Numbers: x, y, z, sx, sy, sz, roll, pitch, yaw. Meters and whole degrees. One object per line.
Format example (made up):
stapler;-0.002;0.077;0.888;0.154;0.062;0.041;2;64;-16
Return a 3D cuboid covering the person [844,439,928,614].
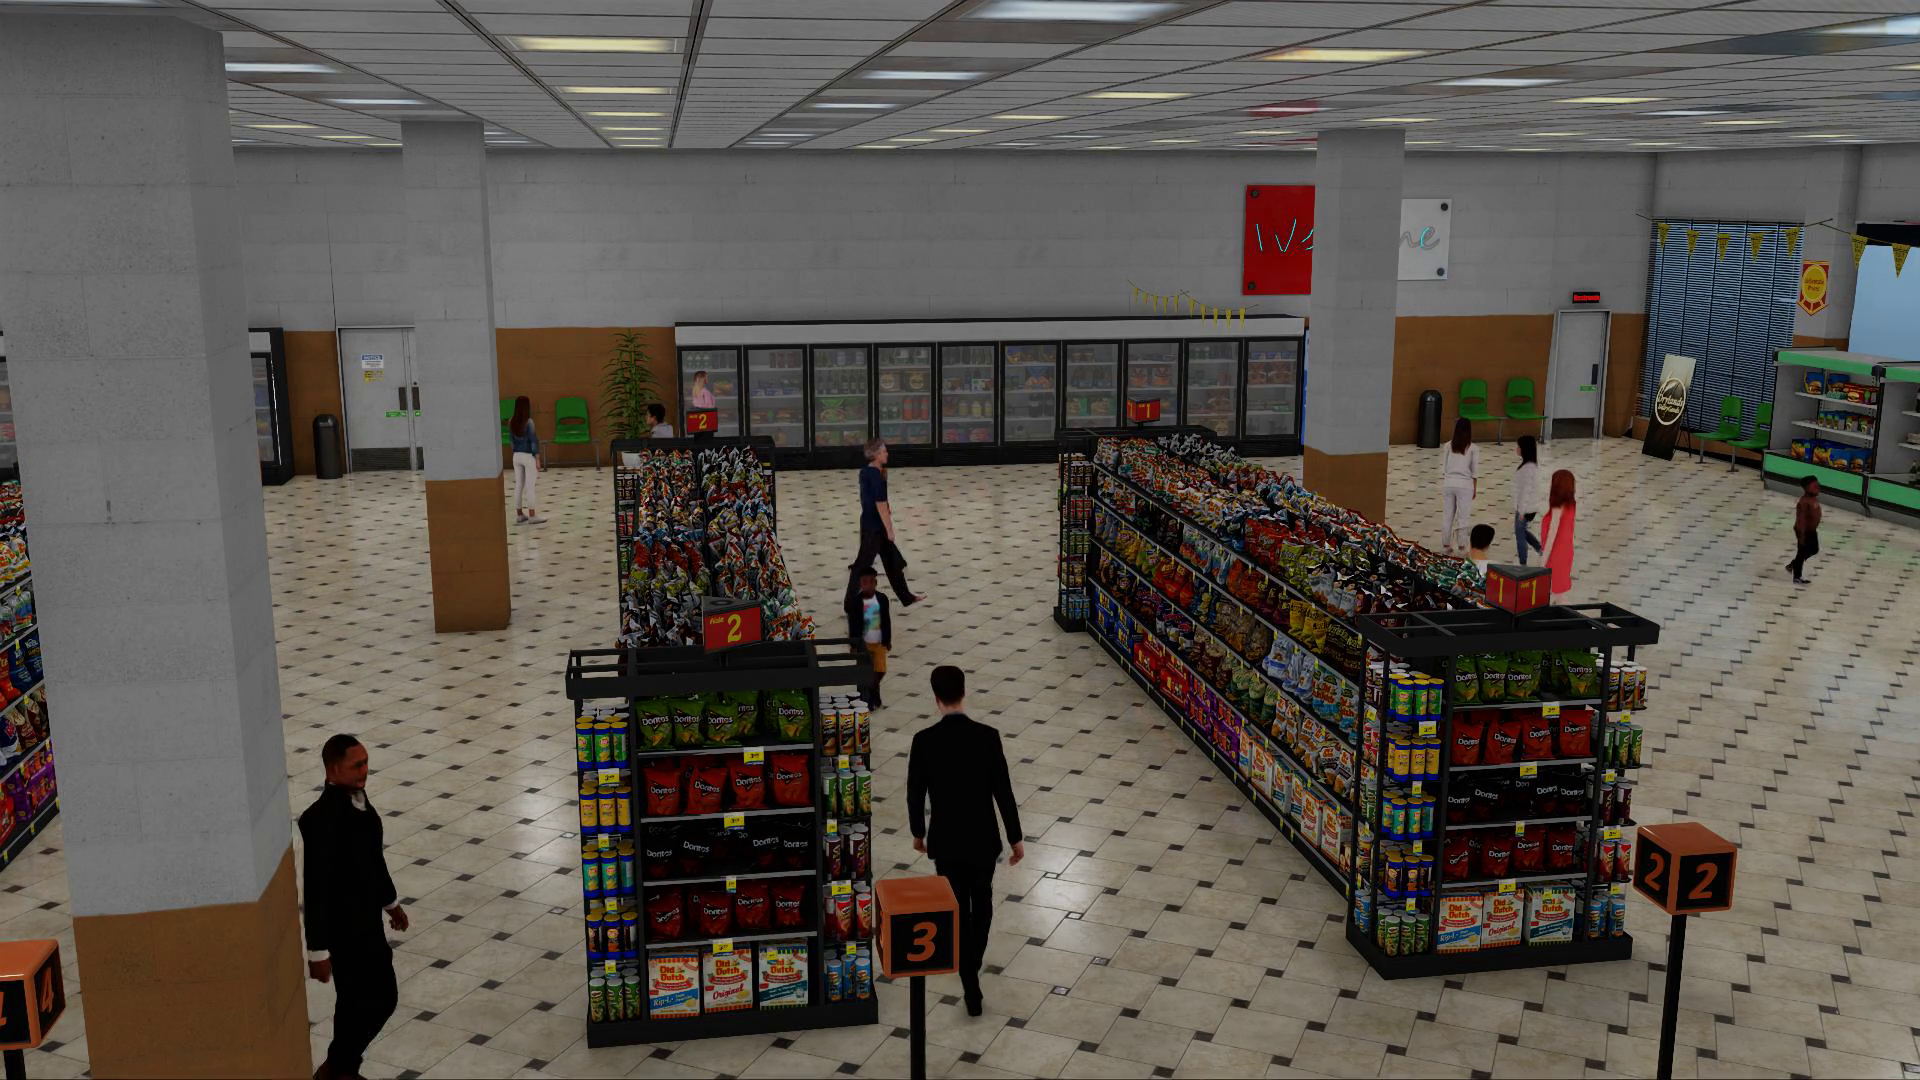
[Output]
person;-0.978;-0.099;17.202;0.730;1.825;1.039;-2;12;-9

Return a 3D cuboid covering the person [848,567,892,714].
person;-0.774;0.830;14.157;0.539;1.262;0.575;-3;12;-14

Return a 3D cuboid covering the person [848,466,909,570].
person;-0.891;-0.228;19.201;0.855;1.255;0.913;5;13;21

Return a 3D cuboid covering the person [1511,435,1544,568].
person;6.572;-0.385;19.053;0.883;1.622;0.826;8;14;32

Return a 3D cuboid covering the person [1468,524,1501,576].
person;4.057;0.788;13.198;0.725;1.739;0.748;-2;12;-10

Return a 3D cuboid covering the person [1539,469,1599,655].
person;5.671;0.271;15.521;1.131;1.793;1.092;7;14;32

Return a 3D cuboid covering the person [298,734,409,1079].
person;-2.998;1.828;7.892;0.792;1.890;0.610;-1;12;-7

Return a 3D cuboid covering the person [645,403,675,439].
person;-3.414;-0.657;19.718;1.106;1.880;1.313;3;12;13

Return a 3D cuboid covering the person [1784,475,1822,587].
person;9.449;-0.118;18.695;0.642;1.247;0.692;-10;16;-40

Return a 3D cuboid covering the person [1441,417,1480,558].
person;6.035;-0.647;20.137;0.676;1.688;0.728;7;14;32

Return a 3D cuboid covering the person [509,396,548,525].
person;-5.791;-1.068;22.105;0.688;1.703;0.723;6;14;28

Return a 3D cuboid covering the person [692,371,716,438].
person;-3.922;-1.749;25.371;0.745;1.688;0.642;-10;16;-40

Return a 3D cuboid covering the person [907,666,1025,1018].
person;0.023;1.646;8.891;0.809;1.836;1.061;-1;12;-3
